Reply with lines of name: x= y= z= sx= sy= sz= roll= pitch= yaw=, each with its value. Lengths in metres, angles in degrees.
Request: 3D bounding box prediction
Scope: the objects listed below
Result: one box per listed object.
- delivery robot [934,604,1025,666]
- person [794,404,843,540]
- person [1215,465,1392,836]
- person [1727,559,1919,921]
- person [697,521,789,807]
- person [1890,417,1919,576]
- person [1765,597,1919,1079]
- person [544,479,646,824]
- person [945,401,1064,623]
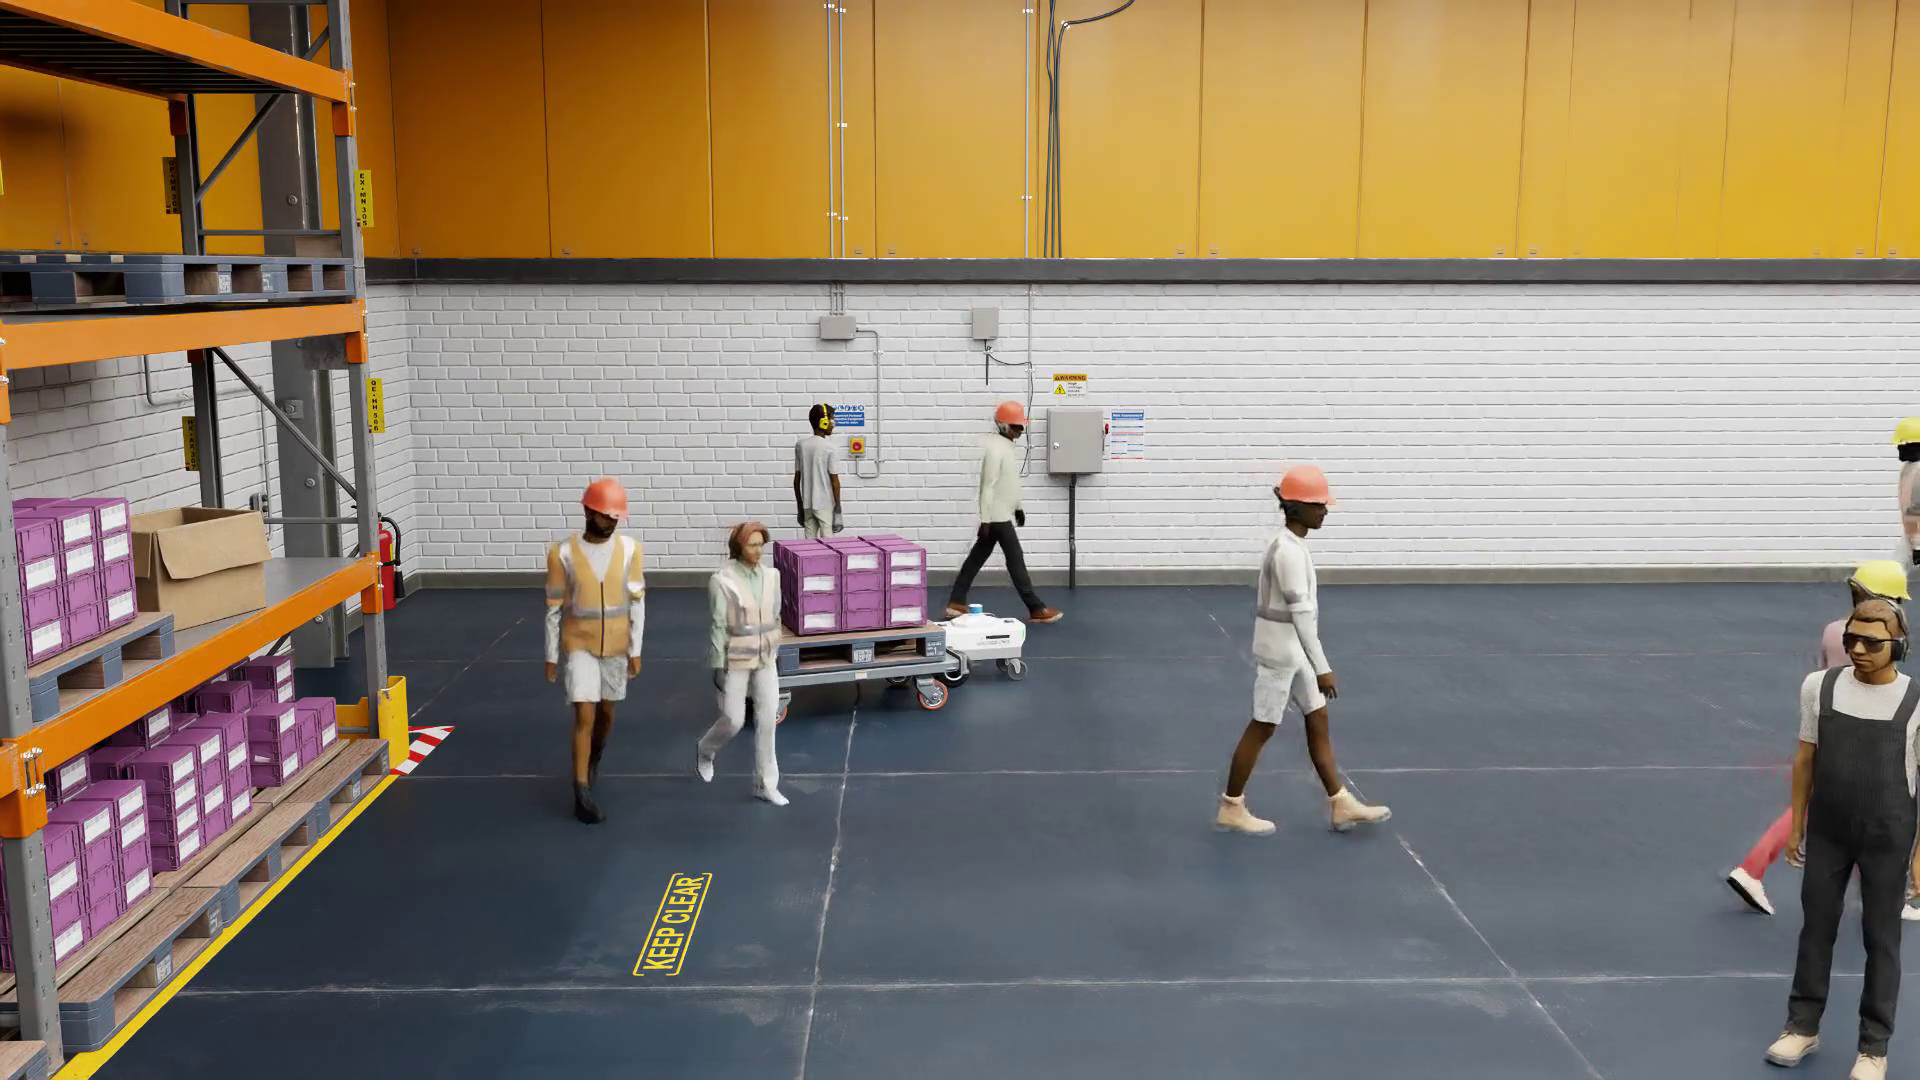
delivery robot: x=0.117 y=0.717 z=12.285 sx=0.707 sy=0.478 sz=0.477 roll=-3 pitch=10 yaw=-16
person: x=-1.227 y=-0.258 z=14.557 sx=0.513 sy=1.864 sz=0.331 roll=7 pitch=11 yaw=36
person: x=1.845 y=0.610 z=8.812 sx=1.013 sy=1.998 sz=0.632 roll=2 pitch=10 yaw=15
person: x=4.069 y=0.931 z=7.716 sx=0.881 sy=1.720 sz=0.526 roll=0 pitch=9 yaw=-3
person: x=-1.242 y=0.686 z=9.484 sx=0.524 sy=1.621 sz=0.613 roll=-9 pitch=13 yaw=-43
person: x=7.608 y=-0.042 z=13.217 sx=1.008 sy=1.869 sz=0.620 roll=1 pitch=9 yaw=7
person: x=3.348 y=1.114 z=6.189 sx=0.347 sy=1.846 sz=0.505 roll=-9 pitch=13 yaw=-44
person: x=-2.085 y=0.569 z=9.436 sx=0.574 sy=1.891 sz=0.913 roll=-4 pitch=10 yaw=-24
person: x=0.350 y=-0.236 z=14.243 sx=1.058 sy=1.927 sz=0.716 roll=2 pitch=9 yaw=10
